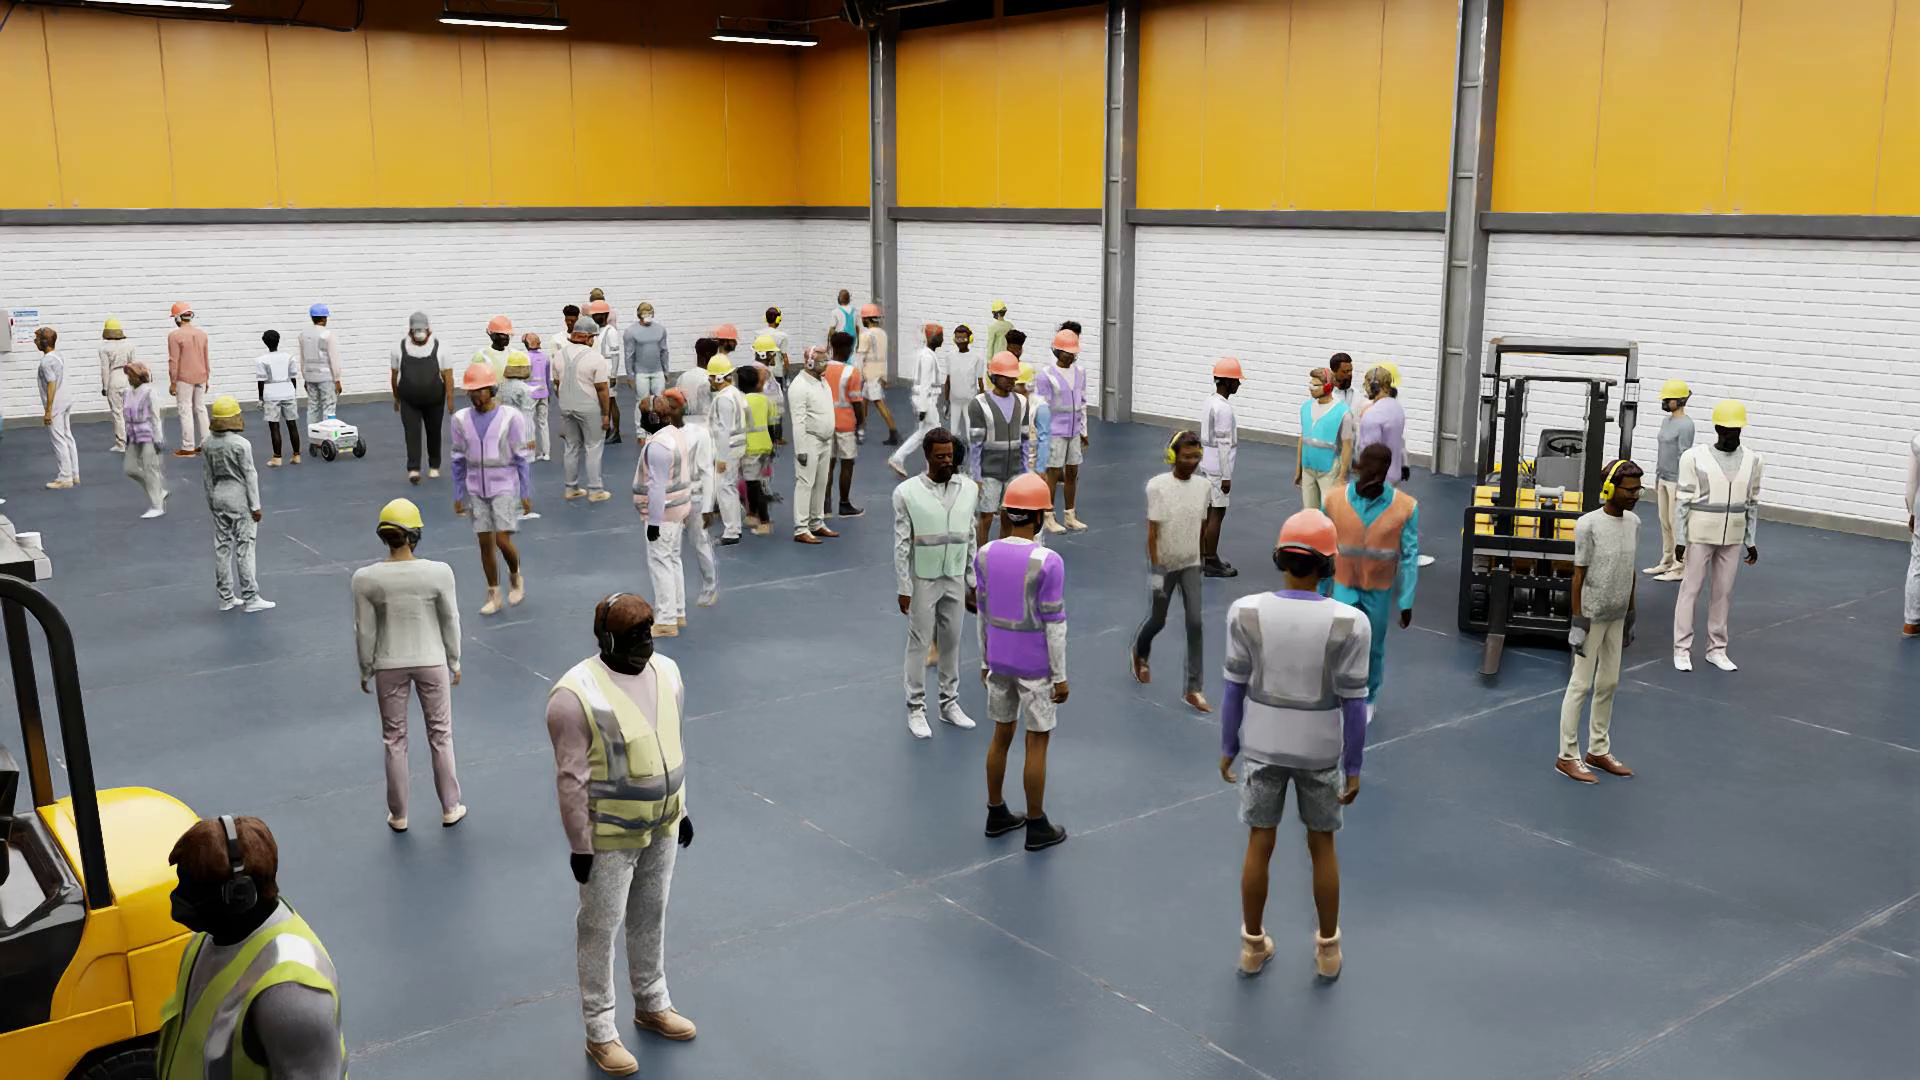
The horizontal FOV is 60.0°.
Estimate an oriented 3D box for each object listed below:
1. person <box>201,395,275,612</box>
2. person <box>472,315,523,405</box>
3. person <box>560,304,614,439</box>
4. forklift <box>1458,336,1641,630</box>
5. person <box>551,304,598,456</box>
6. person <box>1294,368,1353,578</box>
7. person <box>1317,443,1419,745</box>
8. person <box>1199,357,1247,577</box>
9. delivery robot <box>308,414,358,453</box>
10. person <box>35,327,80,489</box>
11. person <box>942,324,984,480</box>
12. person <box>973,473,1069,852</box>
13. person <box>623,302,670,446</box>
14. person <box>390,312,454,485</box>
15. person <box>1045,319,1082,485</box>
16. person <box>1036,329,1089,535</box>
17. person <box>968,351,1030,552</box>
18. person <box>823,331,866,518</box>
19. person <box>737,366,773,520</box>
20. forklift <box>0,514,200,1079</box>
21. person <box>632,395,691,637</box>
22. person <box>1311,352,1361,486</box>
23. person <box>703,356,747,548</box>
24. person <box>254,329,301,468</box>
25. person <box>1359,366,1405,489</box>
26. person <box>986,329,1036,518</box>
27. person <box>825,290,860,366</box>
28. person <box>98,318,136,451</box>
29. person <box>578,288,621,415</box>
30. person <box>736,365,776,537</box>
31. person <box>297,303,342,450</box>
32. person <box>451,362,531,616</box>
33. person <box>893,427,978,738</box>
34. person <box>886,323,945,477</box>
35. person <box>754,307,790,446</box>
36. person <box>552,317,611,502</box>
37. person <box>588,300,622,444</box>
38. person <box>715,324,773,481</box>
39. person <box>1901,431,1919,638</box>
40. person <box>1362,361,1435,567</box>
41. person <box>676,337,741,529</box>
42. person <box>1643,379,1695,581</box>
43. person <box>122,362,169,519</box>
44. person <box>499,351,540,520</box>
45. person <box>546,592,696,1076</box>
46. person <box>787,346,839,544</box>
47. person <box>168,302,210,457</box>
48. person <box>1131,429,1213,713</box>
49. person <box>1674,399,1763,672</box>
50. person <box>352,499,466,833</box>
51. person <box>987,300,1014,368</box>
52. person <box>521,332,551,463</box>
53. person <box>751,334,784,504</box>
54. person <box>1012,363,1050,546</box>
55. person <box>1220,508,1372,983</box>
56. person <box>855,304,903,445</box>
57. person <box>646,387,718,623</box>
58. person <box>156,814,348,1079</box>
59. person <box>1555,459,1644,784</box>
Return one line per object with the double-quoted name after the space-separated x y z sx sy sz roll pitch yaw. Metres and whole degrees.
-5.818 -0.290 13.350 0.492 1.746 0.284 4 12 19 "person"
-5.044 -1.456 18.318 0.448 2.030 0.623 9 15 37 "person"
-5.141 -2.309 22.835 0.713 1.864 0.738 -1 12 -3 "person"
4.683 -0.471 13.136 1.214 2.155 2.313 4 12 20 "forklift"
-4.918 -2.037 21.289 0.599 1.958 0.379 -1 12 -5 "person"
3.173 -0.589 14.560 0.380 1.841 0.570 -8 14 -35 "person"
2.457 0.316 10.155 0.628 1.862 1.021 3 12 15 "person"
2.295 -0.636 14.582 0.388 1.930 0.544 -1 12 -5 "person"
-7.994 -1.362 21.192 0.707 0.478 0.477 9 15 39 "delivery robot"
-10.307 -1.500 18.952 0.329 1.844 0.518 -2 12 -8 "person"
0.036 -1.562 19.233 0.513 1.860 0.325 6 13 26 "person"
0.330 0.618 8.534 0.549 1.928 0.388 10 15 40 "person"
-4.178 -2.217 22.227 0.635 1.928 0.381 -9 15 -37 "person"
-6.237 -1.678 19.337 0.698 2.000 1.012 -3 12 -16 "person"
1.183 -1.547 18.957 0.431 1.941 0.724 3 12 14 "person"
1.031 -1.064 16.409 0.614 2.031 0.402 -9 15 -38 "person"
0.355 -0.581 14.078 0.602 2.035 0.404 -7 14 -31 "person"
-1.276 -1.182 17.209 0.623 1.943 0.454 8 14 32 "person"
-2.147 -1.001 17.100 0.497 1.607 0.536 5 13 22 "person"
-3.687 1.115 5.480 2.313 2.155 1.214 -9 15 -36 "forklift"
-2.268 -0.189 12.678 0.429 1.830 0.635 0 12 2 "person"
3.416 -0.754 15.173 0.596 1.918 0.386 -9 15 -38 "person"
-2.236 -0.843 15.854 0.403 1.817 0.602 0 12 -1 "person"
-8.394 -1.742 20.474 0.322 1.699 0.535 10 15 41 "person"
3.474 -0.483 13.851 0.381 1.929 0.636 8 14 34 "person"
0.545 -1.213 17.291 0.608 1.958 0.386 -7 14 -31 "person"
-1.903 -3.194 27.259 0.532 1.794 0.964 -9 15 -37 "person"
-11.011 -2.032 21.771 0.320 1.742 0.492 7 14 30 "person"
-5.471 -2.856 25.279 0.632 1.940 0.372 2 12 12 "person"
-2.094 -0.875 16.349 0.687 1.670 0.548 7 14 31 "person"
-8.326 -2.118 21.696 0.616 1.945 0.397 5 13 25 "person"
-3.720 -0.393 13.160 0.630 2.027 0.445 2 12 8 "person"
-0.144 0.250 10.327 0.592 1.919 0.389 -7 14 -32 "person"
-0.468 -1.614 19.499 0.732 1.863 0.590 -1 12 -6 "person"
-2.509 -2.184 22.245 0.528 1.857 0.333 4 12 18 "person"
-4.081 -1.443 18.207 0.686 2.000 0.535 6 13 25 "person"
-4.798 -2.256 22.383 0.361 1.935 0.553 -9 15 -38 "person"
-2.700 -1.536 19.059 1.027 1.882 0.562 0 12 -1 "person"
7.330 -0.187 12.359 0.380 1.951 0.605 -7 14 -32 "person"
3.861 -0.666 14.815 0.713 1.875 0.614 6 13 27 "person"
-2.558 -1.101 16.877 0.926 1.902 0.612 -11 16 -43 "person"
6.168 -0.521 14.442 0.337 1.757 0.517 0 12 -1 "person"
-8.445 -1.032 17.216 0.541 1.623 0.377 6 13 28 "person"
-4.569 -1.086 17.230 0.486 1.734 0.352 11 16 42 "person"
-1.265 1.102 6.399 0.430 1.845 0.619 8 14 35 "person"
-1.396 -0.923 16.047 0.399 1.899 0.650 5 13 22 "person"
-9.884 -2.055 21.320 0.411 1.979 0.631 4 12 19 "person"
1.410 0.156 11.001 0.488 1.832 0.891 -3 12 -16 "person"
5.302 -0.029 11.648 0.585 1.929 0.370 0 12 -1 "person"
-2.882 0.660 8.727 0.523 1.763 0.329 -3 12 -14 "person"
0.597 -2.735 25.137 0.529 1.759 0.343 -11 16 -41 "person"
-5.328 -1.782 20.836 0.324 1.631 0.524 8 14 33 "person"
-2.111 -1.317 18.099 0.404 1.831 0.600 -2 12 -10 "person"
0.536 -0.713 15.211 0.627 1.823 0.404 11 16 43 "person"
1.410 0.872 7.055 0.620 2.031 0.407 4 12 18 "person"
-1.177 -2.217 22.320 0.996 1.888 0.565 5 13 24 "person"
-2.199 -0.300 13.192 0.589 1.848 0.961 3 12 13 "person"
-1.752 1.564 4.168 0.430 1.844 0.624 -9 15 -38 "person"
3.671 0.460 9.471 0.508 1.858 0.334 -6 13 -28 "person"
